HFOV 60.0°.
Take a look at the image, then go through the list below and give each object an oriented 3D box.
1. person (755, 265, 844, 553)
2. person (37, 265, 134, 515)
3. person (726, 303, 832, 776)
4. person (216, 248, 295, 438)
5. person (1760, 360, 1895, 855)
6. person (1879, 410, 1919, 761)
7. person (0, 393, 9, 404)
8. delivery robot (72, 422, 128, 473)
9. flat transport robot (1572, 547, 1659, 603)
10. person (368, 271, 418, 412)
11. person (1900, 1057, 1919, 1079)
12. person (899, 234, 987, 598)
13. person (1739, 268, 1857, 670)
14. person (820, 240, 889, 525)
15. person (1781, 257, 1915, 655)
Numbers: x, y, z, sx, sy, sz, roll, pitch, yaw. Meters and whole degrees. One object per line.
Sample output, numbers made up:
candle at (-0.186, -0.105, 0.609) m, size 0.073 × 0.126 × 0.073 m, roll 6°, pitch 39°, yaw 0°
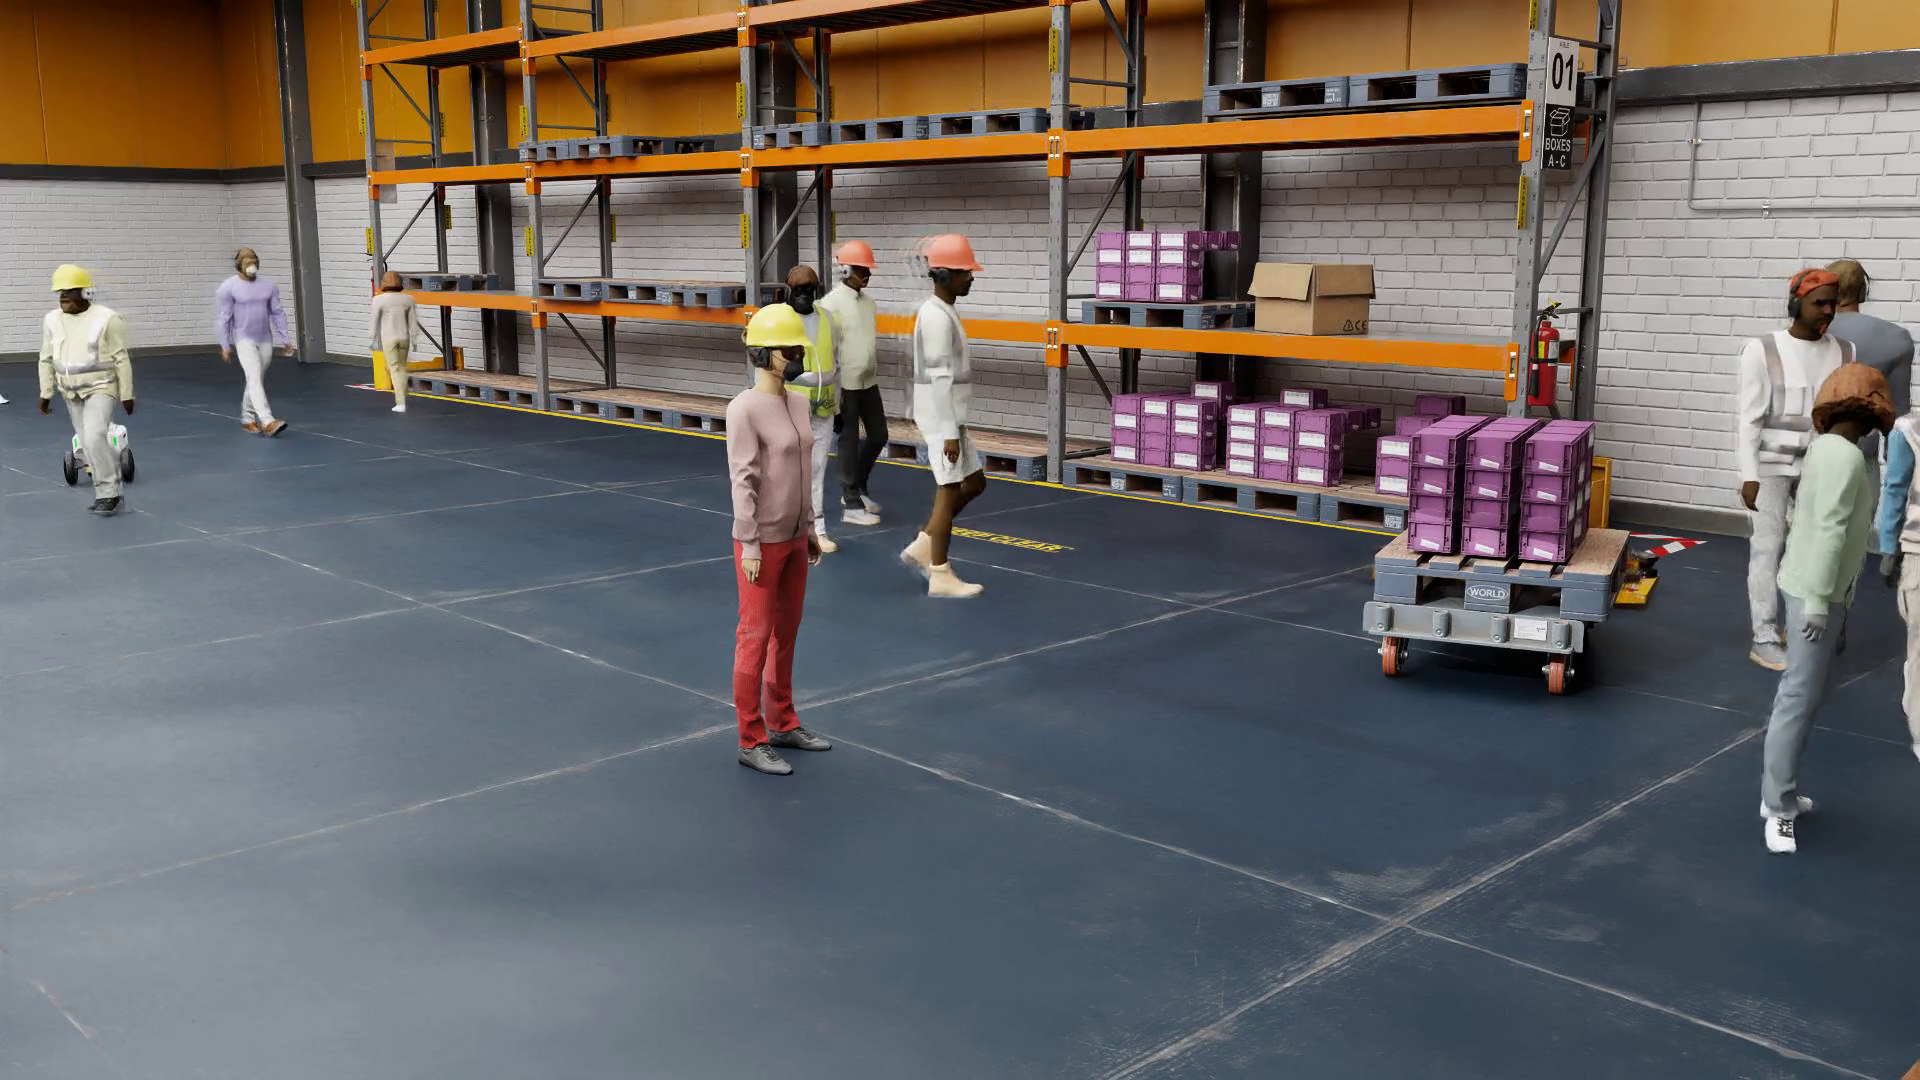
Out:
person at (-0.996, -0.809, 10.515) m, size 0.630 × 1.836 × 0.429 m, roll -8°, pitch 13°, yaw -37°
person at (-6.322, -1.064, 11.986) m, size 0.596 × 1.809 × 0.581 m, roll 2°, pitch 11°, yaw 12°
person at (-0.692, -0.008, 6.335) m, size 0.306 × 1.770 × 0.525 m, roll 4°, pitch 11°, yaw 23°
person at (-7.074, -1.980, 16.761) m, size 1.014 × 1.884 × 0.635 m, roll 7°, pitch 13°, yaw 34°
person at (2.888, 0.216, 5.546) m, size 0.302 × 1.610 × 0.639 m, roll 4°, pitch 11°, yaw 23°
person at (3.832, 0.038, 6.487) m, size 0.521 × 1.620 × 0.637 m, roll 1°, pitch 10°, yaw 8°
person at (-11.964, -2.552, 19.962) m, size 0.986 × 1.862 × 0.651 m, roll 6°, pitch 12°, yaw 29°
delivery robot at (-7.118, -0.813, 13.779) m, size 0.477 × 0.478 × 0.707 m, roll -4°, pitch 11°, yaw -20°
flat transport robot at (3.216, 0.150, 9.553) m, size 1.431 × 0.197 × 0.652 m, roll 5°, pitch 12°, yaw 28°
person at (-6.577, -2.296, 19.234) m, size 0.515 × 1.611 × 0.661 m, roll -9°, pitch 14°, yaw -42°
person at (0.701, 1.010, 1.140) m, size 0.500 × 1.636 × 0.282 m, roll 9°, pitch 14°, yaw 41°
person at (-0.046, -0.670, 9.233) m, size 0.425 × 2.027 × 0.639 m, roll 0°, pitch 10°, yaw 2°
person at (3.866, -0.310, 7.691) m, size 0.590 × 1.869 × 0.449 m, roll 0°, pitch 10°, yaw -3°
person at (-0.729, -1.100, 11.699) m, size 0.454 × 1.989 × 0.626 m, roll 7°, pitch 13°, yaw 34°
person at (4.209, -0.397, 8.034) m, size 0.641 × 1.919 × 0.736 m, roll 6°, pitch 12°, yaw 29°
